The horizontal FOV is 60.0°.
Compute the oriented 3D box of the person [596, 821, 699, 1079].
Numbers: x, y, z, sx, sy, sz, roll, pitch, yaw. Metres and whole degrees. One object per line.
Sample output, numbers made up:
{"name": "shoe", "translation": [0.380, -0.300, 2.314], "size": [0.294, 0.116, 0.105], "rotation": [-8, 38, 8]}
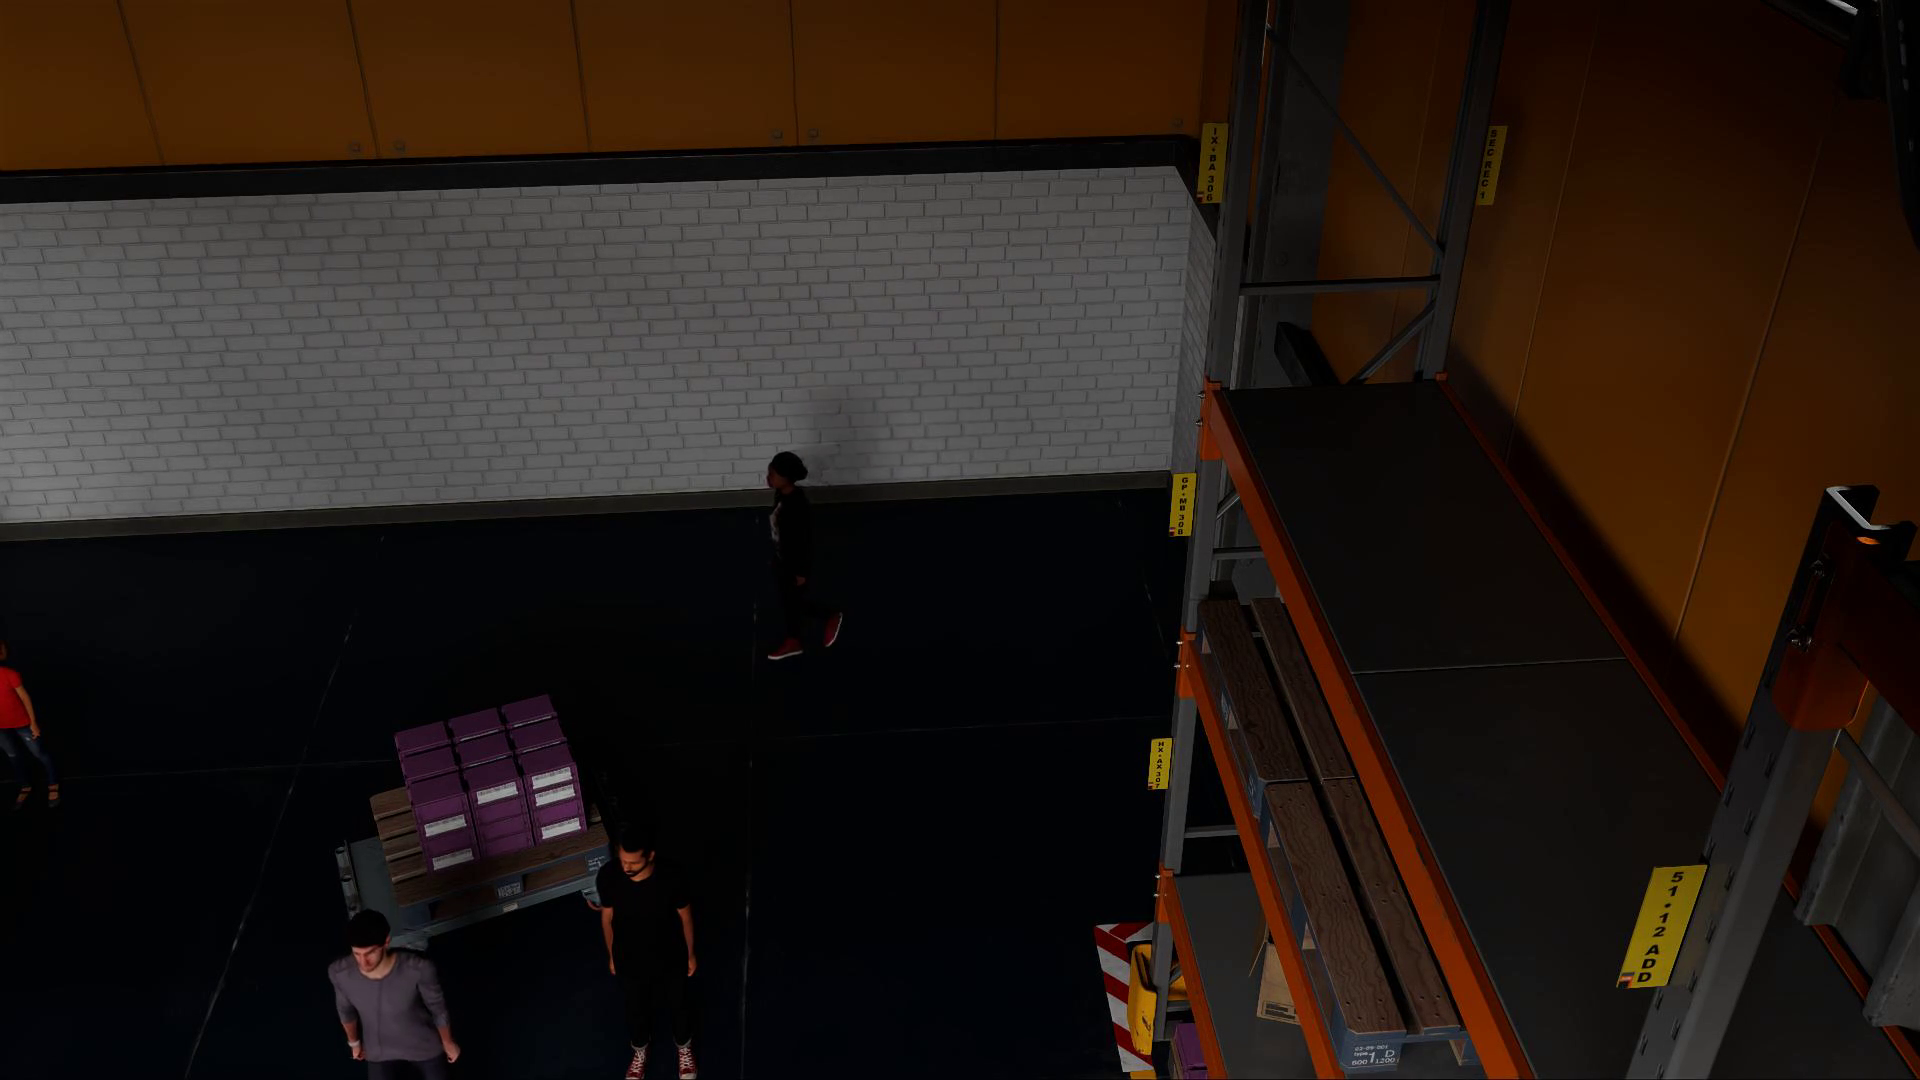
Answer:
{"name": "person", "translation": [-1.595, 2.118, 8.584], "size": [0.616, 1.756, 0.533], "rotation": [-2, 34, -3]}

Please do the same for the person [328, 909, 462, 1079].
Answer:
{"name": "person", "translation": [-2.689, 2.401, 8.097], "size": [0.688, 1.823, 0.687], "rotation": [-4, 34, -6]}

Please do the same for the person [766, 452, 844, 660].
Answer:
{"name": "person", "translation": [-1.114, 0.111, 11.682], "size": [0.854, 1.667, 0.857], "rotation": [-18, 38, -25]}

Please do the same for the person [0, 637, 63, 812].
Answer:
{"name": "person", "translation": [-5.966, 1.130, 10.473], "size": [0.472, 1.309, 0.477], "rotation": [-2, 34, -3]}
